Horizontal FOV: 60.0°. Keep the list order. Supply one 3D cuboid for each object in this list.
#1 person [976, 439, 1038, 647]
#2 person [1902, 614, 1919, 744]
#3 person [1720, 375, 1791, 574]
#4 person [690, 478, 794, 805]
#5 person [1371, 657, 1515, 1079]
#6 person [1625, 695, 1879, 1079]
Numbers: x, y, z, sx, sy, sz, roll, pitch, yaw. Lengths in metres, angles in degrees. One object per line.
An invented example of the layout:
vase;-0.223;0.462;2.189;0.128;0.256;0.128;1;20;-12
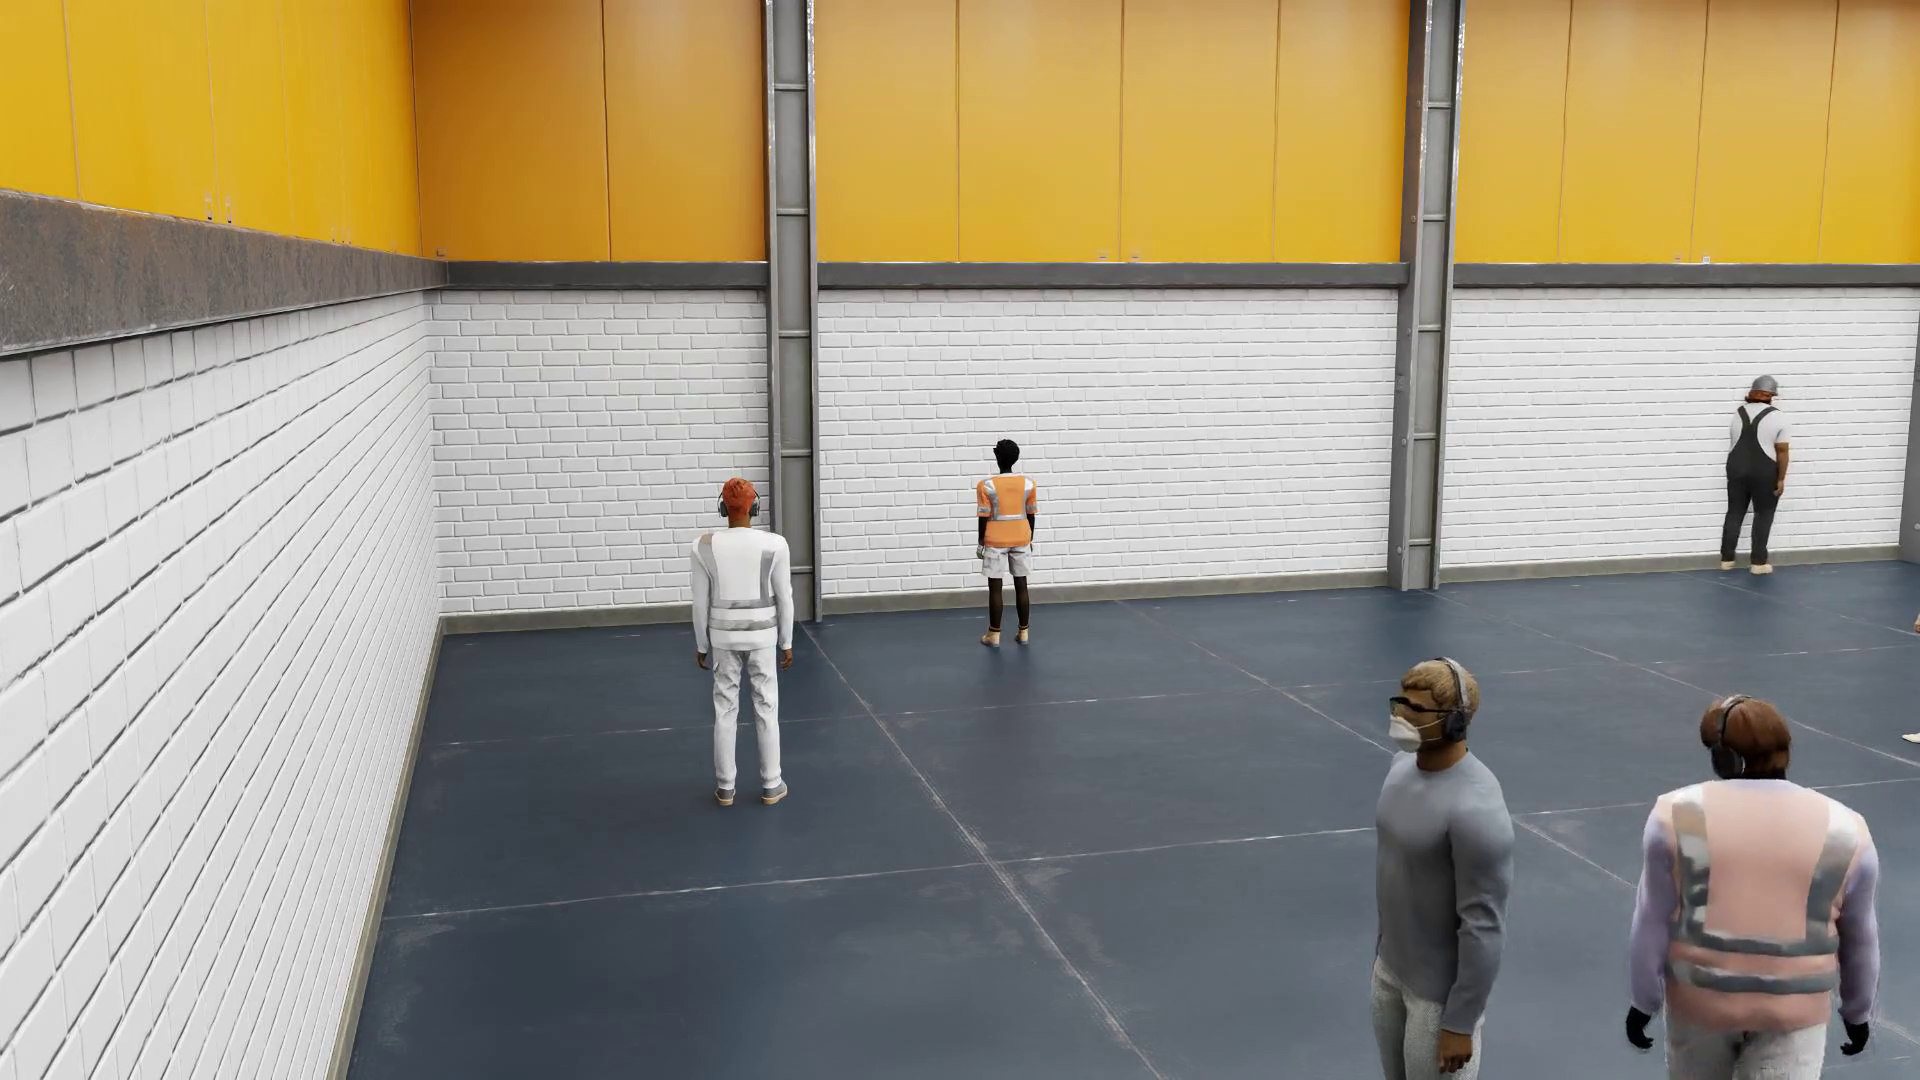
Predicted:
person;0.375;0.026;13.530;0.535;1.697;0.318;-3;10;-20
person;6.349;0.451;10.666;0.523;1.769;0.310;-4;10;-23
person;8.093;-0.691;16.933;0.539;2.000;0.702;-8;12;-42
person;-1.232;0.581;9.479;0.575;1.885;0.355;0;9;-2
person;1.366;1.293;4.878;0.379;1.938;0.640;-1;9;-8
person;2.346;1.342;4.971;0.670;1.801;0.812;3;10;19
